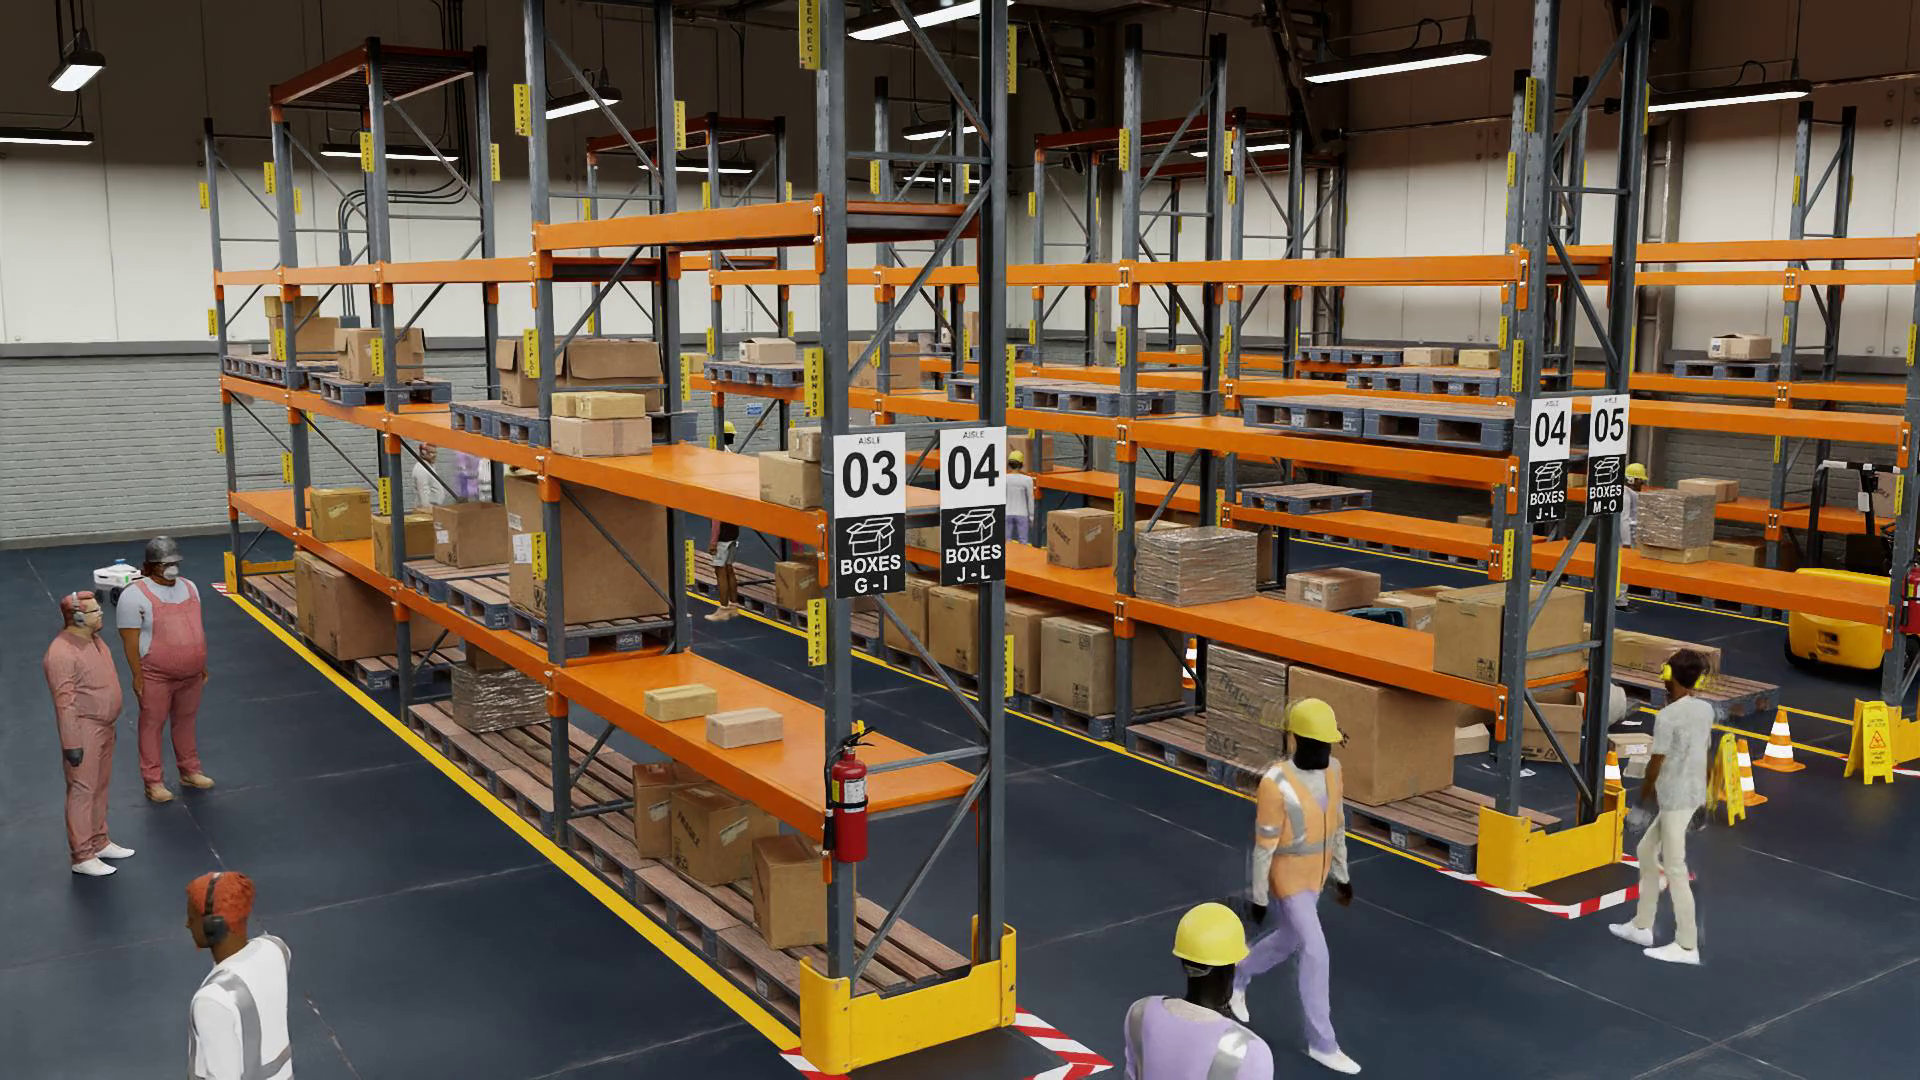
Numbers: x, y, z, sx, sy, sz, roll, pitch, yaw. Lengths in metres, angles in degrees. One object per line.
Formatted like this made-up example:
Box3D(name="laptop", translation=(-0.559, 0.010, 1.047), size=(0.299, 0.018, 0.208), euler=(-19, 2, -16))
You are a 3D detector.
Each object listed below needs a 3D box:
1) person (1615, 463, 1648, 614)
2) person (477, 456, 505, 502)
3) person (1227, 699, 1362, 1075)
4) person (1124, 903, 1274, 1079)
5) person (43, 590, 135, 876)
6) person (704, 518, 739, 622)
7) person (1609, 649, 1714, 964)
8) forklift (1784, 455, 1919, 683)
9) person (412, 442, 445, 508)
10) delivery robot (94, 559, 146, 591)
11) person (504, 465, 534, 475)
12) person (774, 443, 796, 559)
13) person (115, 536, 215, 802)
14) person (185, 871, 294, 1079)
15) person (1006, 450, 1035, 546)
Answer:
Box3D(name="person", translation=(8.147, -0.028, 20.243), size=(0.404, 1.831, 0.588), euler=(4, 9, 26))
Box3D(name="person", translation=(-6.738, -0.621, 24.096), size=(0.585, 1.864, 0.626), euler=(7, 11, 38))
Box3D(name="person", translation=(1.682, 1.701, 8.555), size=(0.914, 1.892, 0.603), euler=(8, 12, 43))
Box3D(name="person", translation=(0.798, 2.141, 5.529), size=(0.395, 1.919, 0.587), euler=(-8, 11, -42))
Box3D(name="person", translation=(-5.860, 1.287, 11.217), size=(0.410, 1.913, 0.651), euler=(-1, 9, -7))
Box3D(name="person", translation=(-2.828, -0.043, 19.714), size=(0.409, 2.028, 0.614), euler=(2, 9, 13))
Box3D(name="person", translation=(4.107, 1.545, 9.788), size=(0.686, 1.834, 0.485), euler=(8, 11, 42))
Box3D(name="forklift", translation=(9.643, 0.253, 17.172), size=(2.313, 2.155, 1.214), euler=(-6, 10, -33))
Box3D(name="person", translation=(-7.113, -0.371, 22.298), size=(0.405, 1.902, 0.636), euler=(-2, 9, -15))
Box3D(name="delivery robot", translation=(-10.472, 0.481, 20.770), size=(0.707, 0.478, 0.477), euler=(5, 10, 30))
Box3D(name="person", translation=(-6.256, -0.455, 23.403), size=(0.570, 1.734, 0.390), euler=(3, 9, 17))
Box3D(name="person", translation=(-2.526, -0.563, 24.119), size=(0.590, 1.728, 0.531), euler=(-7, 11, -40))
Box3D(name="person", translation=(-6.089, 0.974, 12.874), size=(0.536, 2.000, 0.676), euler=(4, 9, 26))
Box3D(name="person", translation=(-2.569, 2.091, 5.957), size=(0.341, 1.882, 0.586), euler=(0, 9, -1))
Box3D(name="person", translation=(0.750, -0.327, 22.459), size=(0.533, 1.765, 0.329), euler=(2, 9, 15))
